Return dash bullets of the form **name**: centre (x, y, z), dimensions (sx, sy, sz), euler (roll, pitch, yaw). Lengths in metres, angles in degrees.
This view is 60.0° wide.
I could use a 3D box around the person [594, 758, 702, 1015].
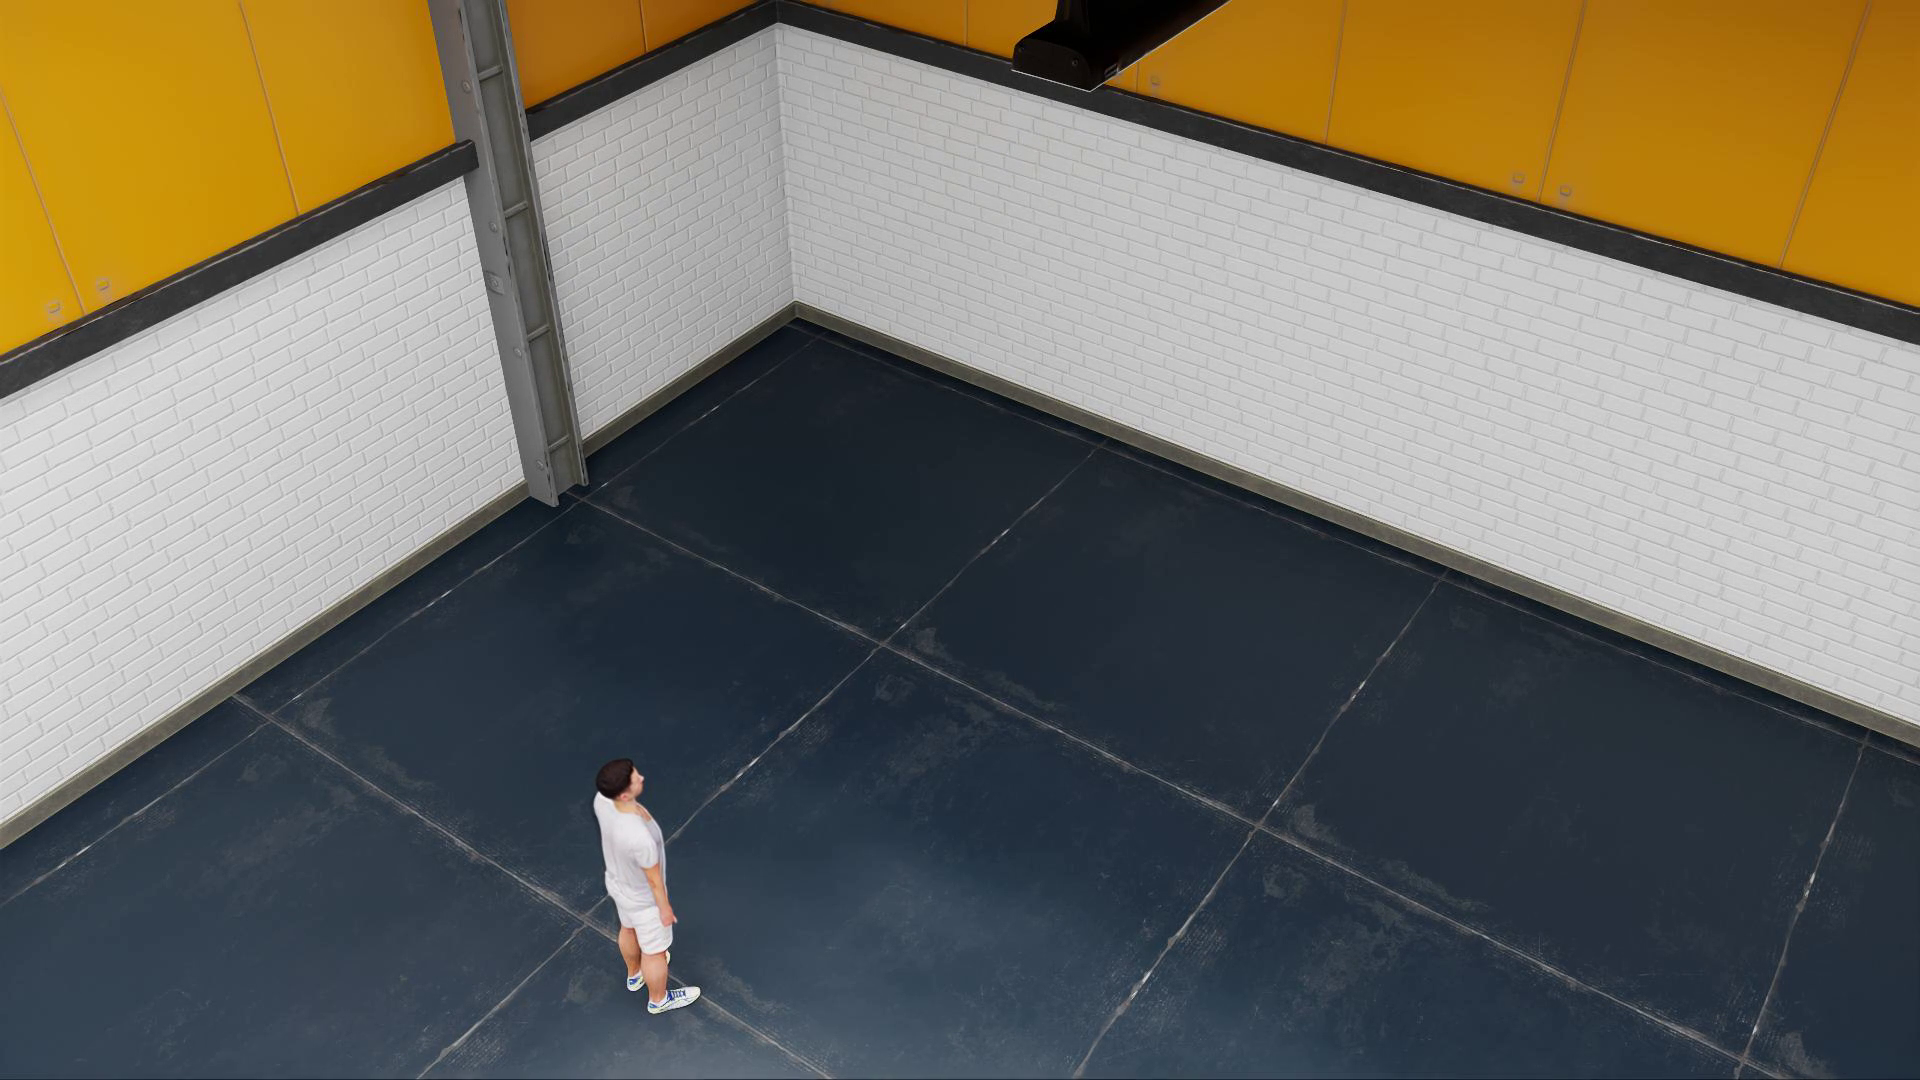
- **person**: centre (-1.761, 1.871, 9.051), dimensions (0.659, 1.854, 0.742), euler (-27, 46, -29)
